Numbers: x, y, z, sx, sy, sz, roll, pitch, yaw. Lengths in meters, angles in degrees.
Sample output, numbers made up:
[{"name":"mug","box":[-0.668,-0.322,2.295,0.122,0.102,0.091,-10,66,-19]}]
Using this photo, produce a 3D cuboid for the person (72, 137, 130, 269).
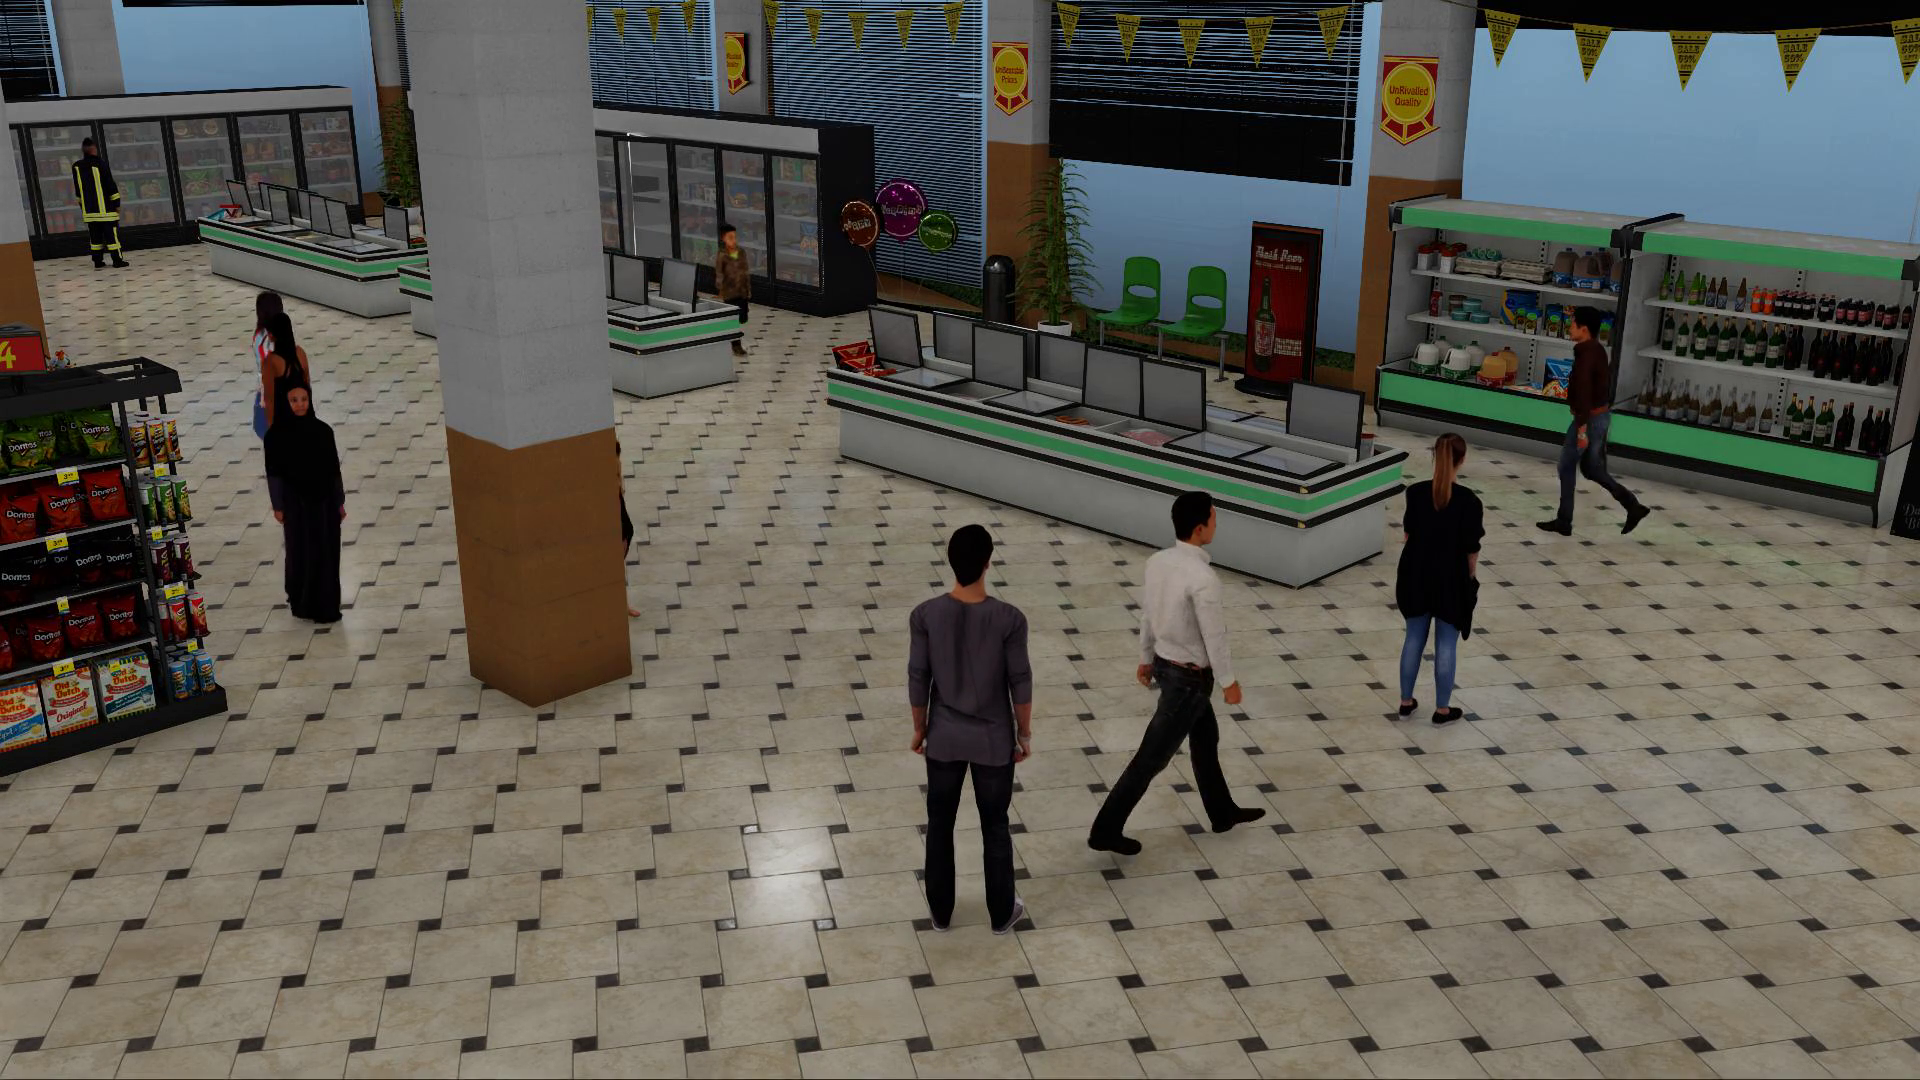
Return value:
[{"name":"person","box":[-12.519,-4.901,24.157,0.874,1.866,0.943,1,19,2]}]

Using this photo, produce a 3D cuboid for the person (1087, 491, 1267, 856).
[{"name":"person","box":[0.949,0.682,7.759,1.082,1.764,1.221,-6,20,-18]}]

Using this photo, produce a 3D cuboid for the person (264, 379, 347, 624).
[{"name":"person","box":[-4.249,-0.267,10.818,0.669,1.608,0.800,-12,22,-32]}]

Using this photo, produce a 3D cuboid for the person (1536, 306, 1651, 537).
[{"name":"person","box":[4.731,-0.824,12.261,1.076,1.741,0.799,11,22,30]}]

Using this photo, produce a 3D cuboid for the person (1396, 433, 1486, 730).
[{"name":"person","box":[2.648,0.223,9.247,0.542,1.684,0.721,13,23,34]}]

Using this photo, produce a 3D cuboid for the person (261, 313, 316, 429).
[{"name":"person","box":[-5.042,-0.920,12.687,0.868,1.652,0.735,9,21,25]}]

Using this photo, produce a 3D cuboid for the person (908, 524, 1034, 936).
[{"name":"person","box":[0.039,0.830,7.182,0.689,1.851,0.803,3,19,9]}]

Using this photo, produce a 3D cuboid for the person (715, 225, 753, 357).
[{"name":"person","box":[-2.561,-2.793,18.574,0.576,1.439,0.791,-18,25,-42]}]
